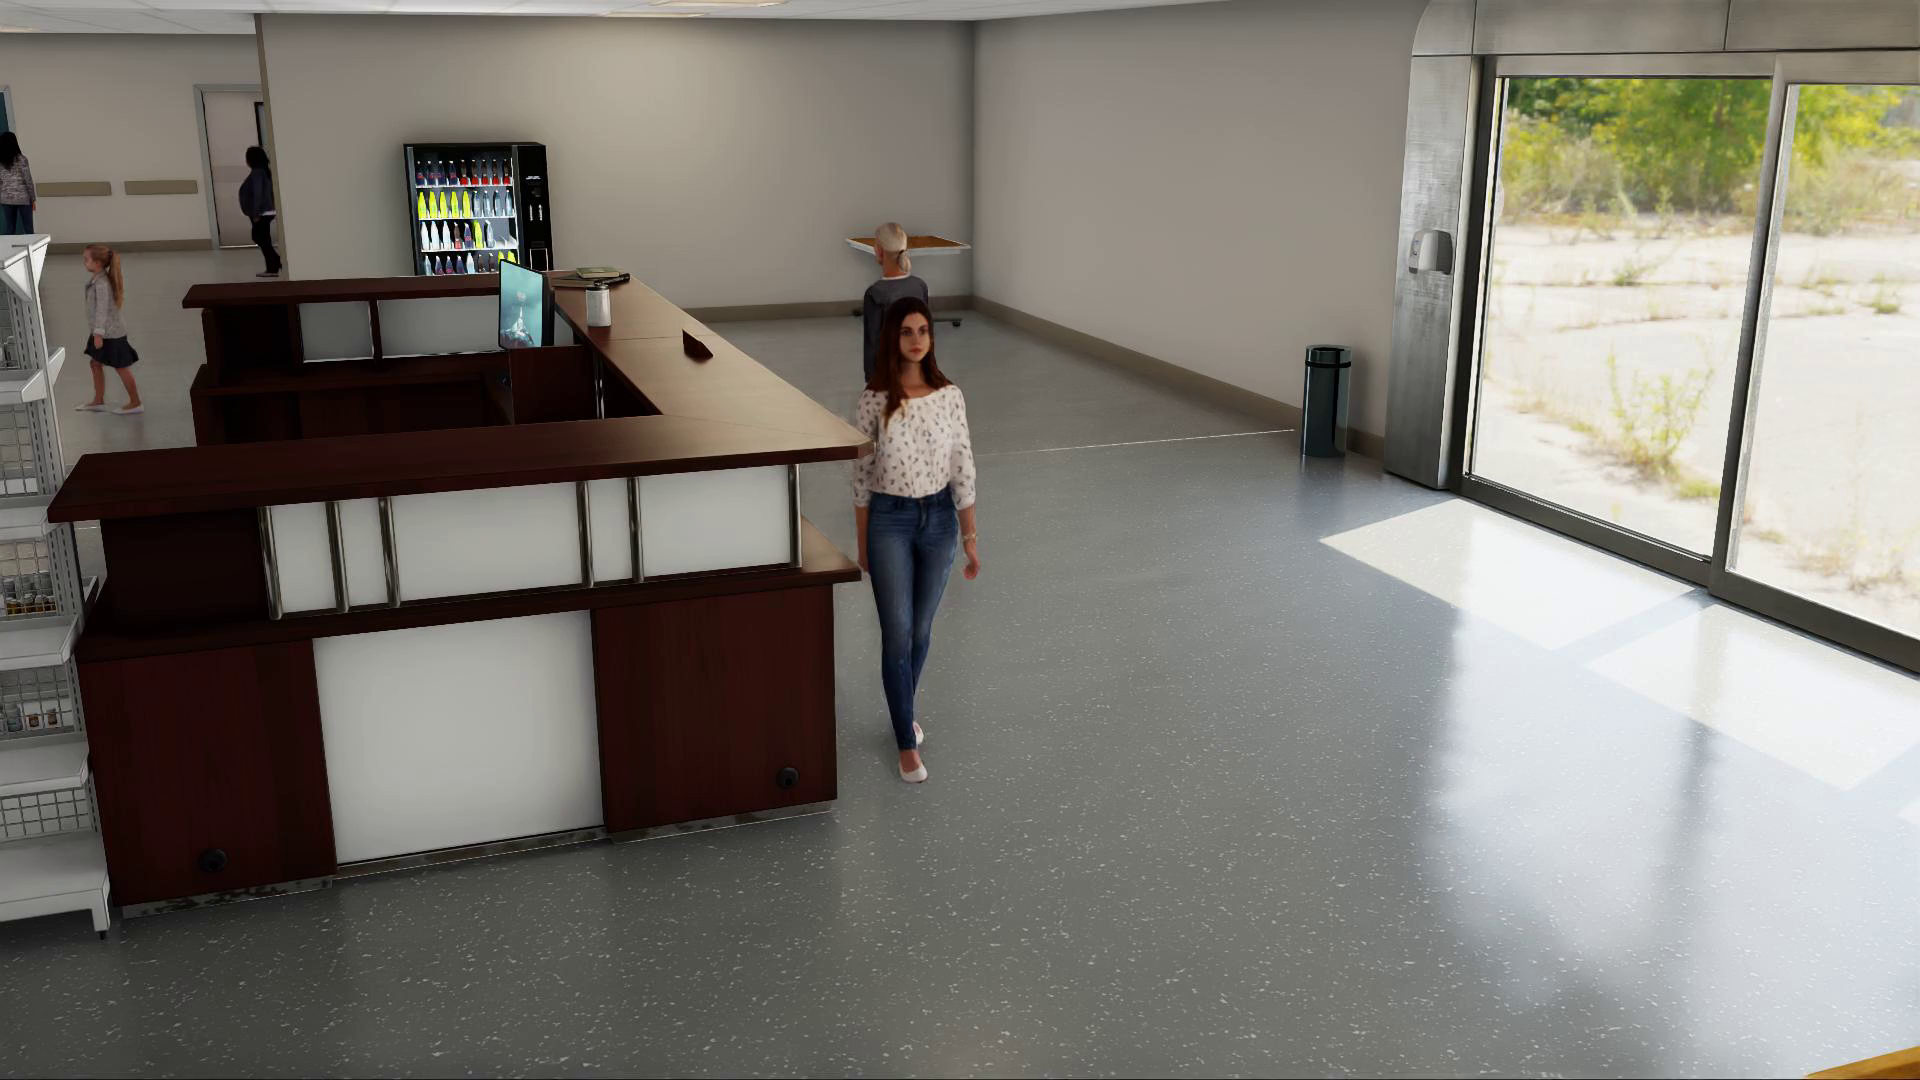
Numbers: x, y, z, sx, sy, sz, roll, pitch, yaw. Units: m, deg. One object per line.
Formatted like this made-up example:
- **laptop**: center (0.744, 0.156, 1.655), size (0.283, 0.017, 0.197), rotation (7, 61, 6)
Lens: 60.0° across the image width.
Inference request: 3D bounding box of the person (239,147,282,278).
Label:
- **person**: center (-8.569, -4.052, 20.595), size (0.710, 1.588, 0.708), rotation (-3, 16, -11)

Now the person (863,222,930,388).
- **person**: center (-0.286, -0.830, 8.962), size (1.035, 1.701, 0.813), rotation (-10, 19, -31)

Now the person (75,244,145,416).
- **person**: center (-6.239, -1.550, 12.310), size (0.713, 1.261, 0.570), rotation (-8, 18, -26)

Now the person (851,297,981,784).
- **person**: center (-0.202, -0.035, 6.142), size (0.888, 1.701, 0.662), rotation (-5, 17, -18)

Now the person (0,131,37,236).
- **person**: center (-12.438, -4.495, 21.903), size (0.563, 1.731, 0.717), rotation (-1, 16, -3)
